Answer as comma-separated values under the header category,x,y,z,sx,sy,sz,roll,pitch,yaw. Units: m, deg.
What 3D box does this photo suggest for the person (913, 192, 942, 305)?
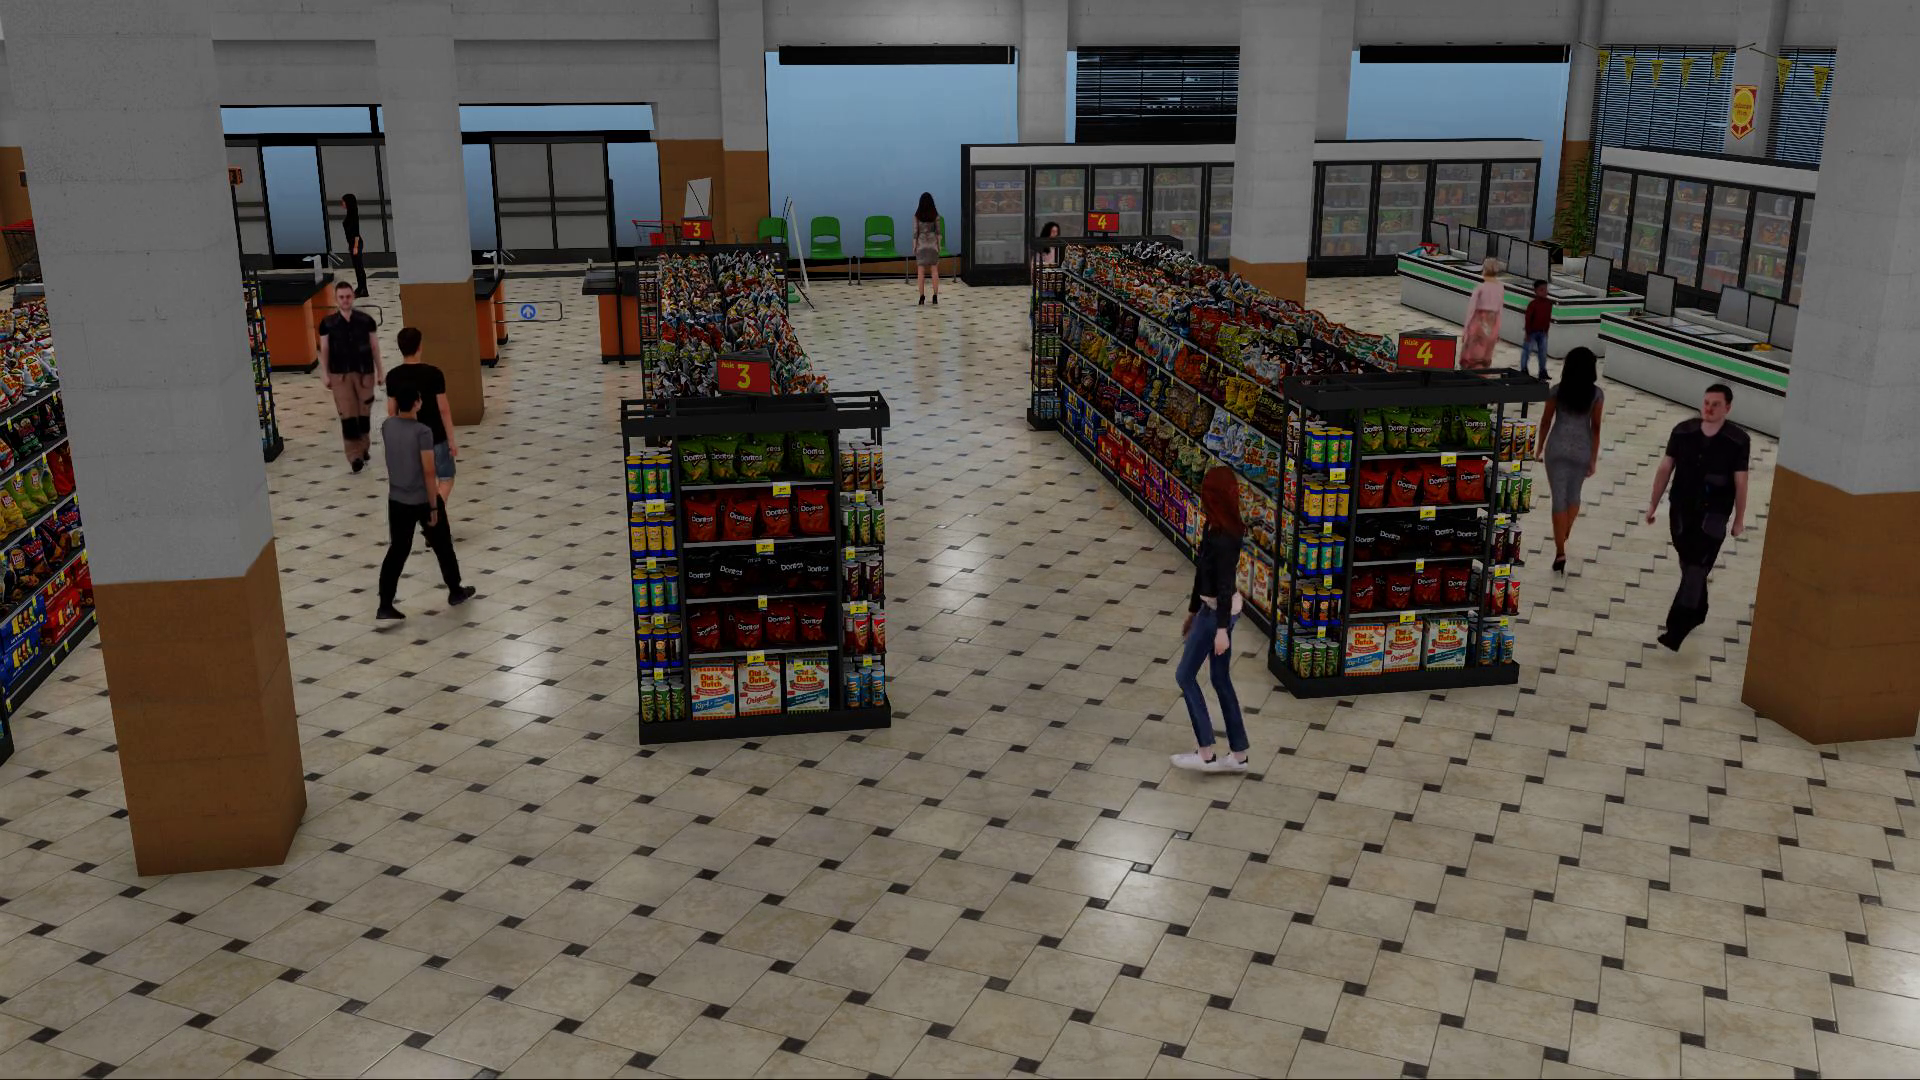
category,x,y,z,sx,sy,sz,roll,pitch,yaw
person,-0.513,-4.556,26.002,0.603,1.744,0.522,-2,17,-6

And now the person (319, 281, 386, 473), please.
category,x,y,z,sx,sy,sz,roll,pitch,yaw
person,-5.901,-1.589,16.158,0.930,1.787,1.249,-9,19,-26

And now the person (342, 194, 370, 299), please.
category,x,y,z,sx,sy,sz,roll,pitch,yaw
person,-9.761,-4.762,26.856,0.705,1.642,0.561,-10,20,-31

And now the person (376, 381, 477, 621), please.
category,x,y,z,sx,sy,sz,roll,pitch,yaw
person,-3.949,-0.246,11.843,0.970,1.723,1.215,5,18,17

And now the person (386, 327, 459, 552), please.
category,x,y,z,sx,sy,sz,roll,pitch,yaw
person,-4.351,-0.783,13.412,0.785,1.840,0.855,1,17,3

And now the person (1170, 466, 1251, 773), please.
category,x,y,z,sx,sy,sz,roll,pitch,yaw
person,1.489,0.491,9.375,0.842,1.747,0.733,-2,17,-6

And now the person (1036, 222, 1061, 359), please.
category,x,y,z,sx,sy,sz,roll,pitch,yaw
person,1.144,-3.278,21.772,0.874,1.757,0.999,-12,21,-35

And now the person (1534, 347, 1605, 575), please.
category,x,y,z,sx,sy,sz,roll,pitch,yaw
person,4.732,-0.585,12.929,0.897,1.740,1.173,4,17,12

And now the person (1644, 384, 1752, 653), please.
category,x,y,z,sx,sy,sz,roll,pitch,yaw
person,5.116,-0.163,11.451,1.152,1.794,1.240,-14,22,-38

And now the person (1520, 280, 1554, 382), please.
category,x,y,z,sx,sy,sz,roll,pitch,yaw
person,7.012,-2.564,20.317,0.524,1.236,0.711,-4,17,-13

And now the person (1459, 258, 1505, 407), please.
category,x,y,z,sx,sy,sz,roll,pitch,yaw
person,5.926,-2.314,18.738,0.747,1.674,0.990,-7,18,-21
